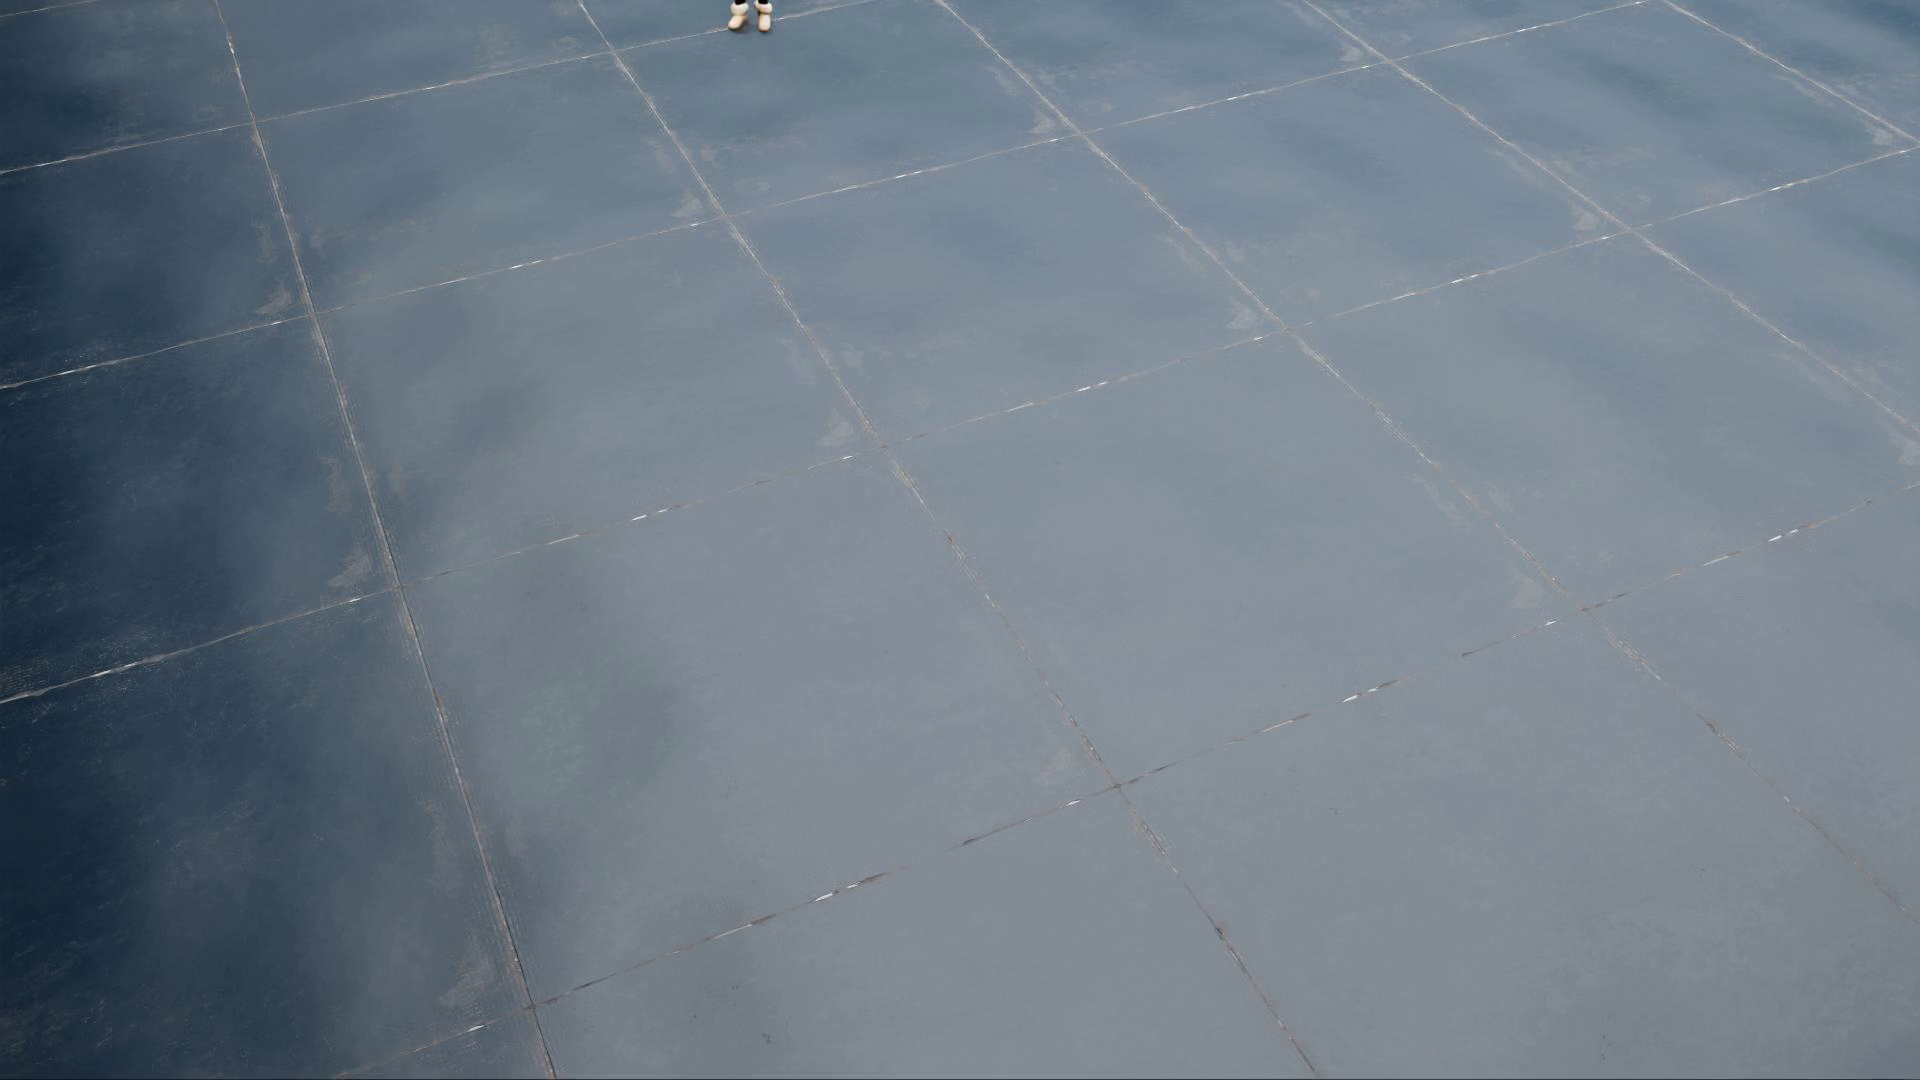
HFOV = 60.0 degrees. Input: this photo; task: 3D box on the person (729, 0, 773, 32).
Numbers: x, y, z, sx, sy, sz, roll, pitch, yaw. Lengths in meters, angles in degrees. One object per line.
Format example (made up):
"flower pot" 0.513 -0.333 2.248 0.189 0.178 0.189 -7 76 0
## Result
"person" -1.834 -5.208 14.256 0.688 1.659 0.704 4 42 5
